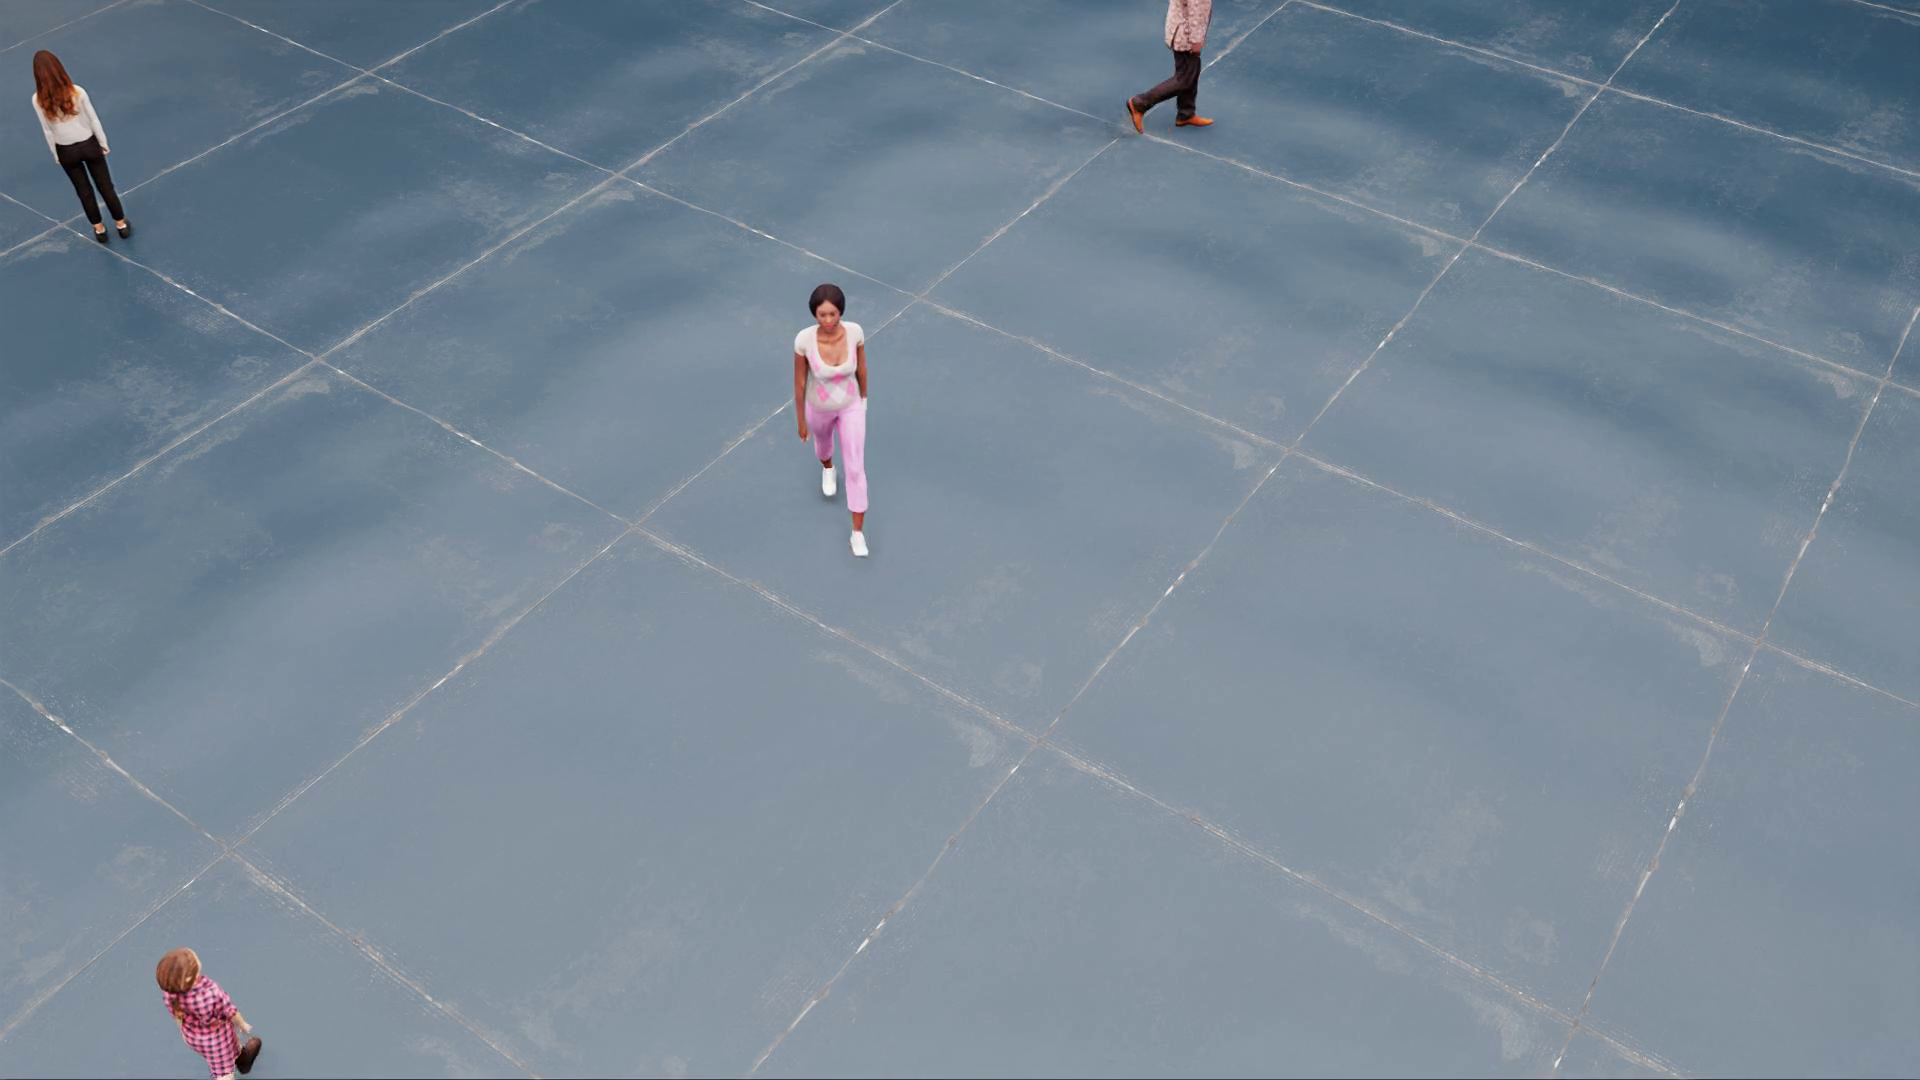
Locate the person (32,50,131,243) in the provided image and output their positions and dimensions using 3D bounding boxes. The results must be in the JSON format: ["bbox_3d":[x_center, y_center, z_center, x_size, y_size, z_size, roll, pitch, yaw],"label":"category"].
[{"bbox_3d":[-6.472,-2.874,12.208,0.595,1.483,0.597,-21,47,-21],"label":"person"}]

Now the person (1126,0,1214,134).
[{"bbox_3d":[1.717,-4.065,13.263,1.108,1.784,0.977,2,43,2],"label":"person"}]

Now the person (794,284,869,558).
[{"bbox_3d":[-0.763,-0.815,9.855,1.114,1.685,1.172,-7,43,-7],"label":"person"}]

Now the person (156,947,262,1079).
[{"bbox_3d":[-3.259,2.146,7.179,0.729,1.009,0.695,4,43,4],"label":"person"}]
